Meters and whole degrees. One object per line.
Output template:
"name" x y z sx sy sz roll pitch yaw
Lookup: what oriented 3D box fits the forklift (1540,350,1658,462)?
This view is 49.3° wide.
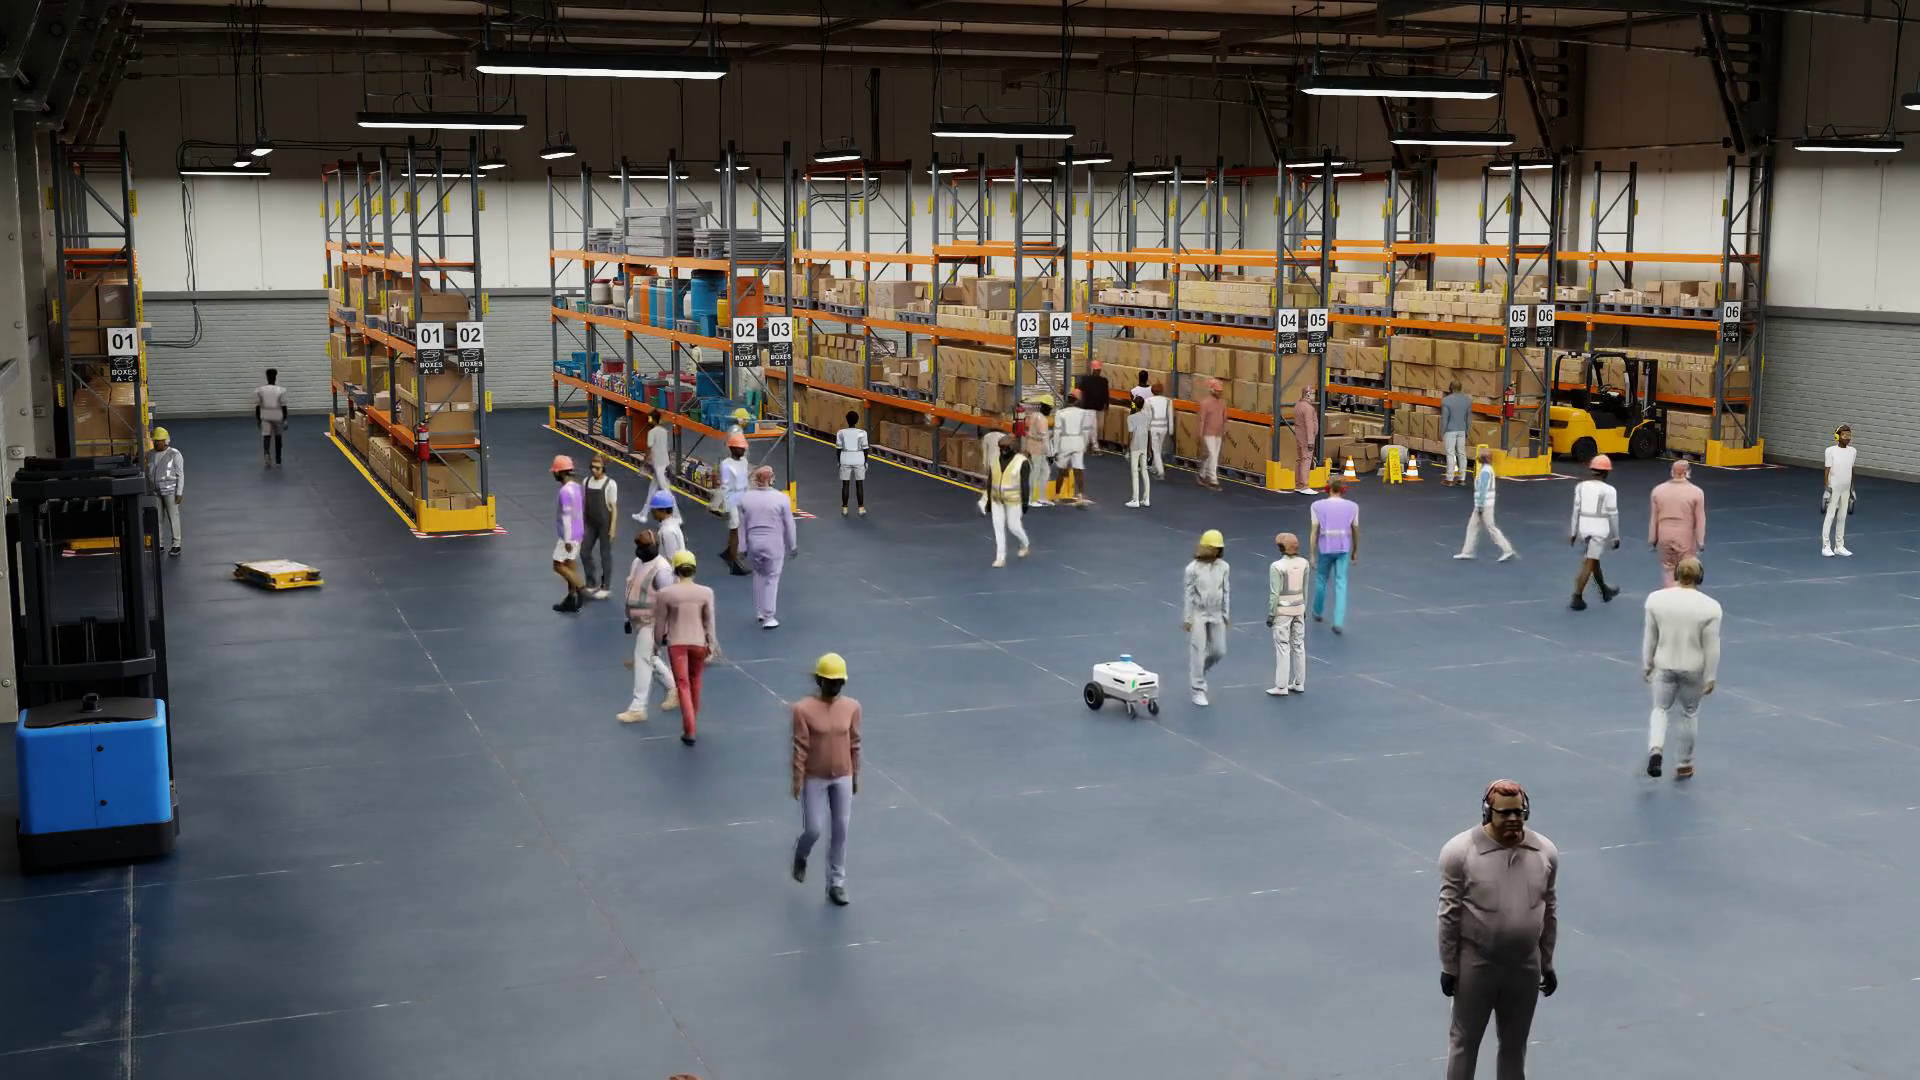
"forklift" 12.897 -2.725 42.309 2.313 2.155 1.214 -3 9 -21

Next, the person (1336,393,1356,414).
"person" 8.907 -3.383 48.206 0.535 1.697 0.318 -3 9 -20

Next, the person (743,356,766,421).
"person" -4.758 -3.468 48.631 0.528 1.748 0.618 -2 9 -15

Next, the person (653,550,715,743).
"person" -2.541 0.948 19.209 0.536 1.724 0.871 -3 9 -21

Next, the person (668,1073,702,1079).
"person" -0.926 2.752 7.593 0.509 1.615 0.632 -6 10 -34

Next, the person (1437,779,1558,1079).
"person" 2.739 2.148 10.633 0.639 1.908 0.409 -1 9 -9

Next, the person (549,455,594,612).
"person" -4.739 -0.073 25.400 0.477 1.919 0.553 1 9 7

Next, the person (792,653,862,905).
"person" -0.942 1.631 14.568 0.541 1.751 0.486 -4 9 -24

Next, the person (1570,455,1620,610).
"person" 7.846 -0.109 25.733 1.014 1.881 0.566 -6 11 -36

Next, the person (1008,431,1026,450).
"person" 1.183 -2.632 42.362 0.613 1.947 0.388 7 11 39

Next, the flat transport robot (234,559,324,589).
"flat transport robot" -8.988 0.440 27.586 0.652 0.197 1.431 -7 11 -39

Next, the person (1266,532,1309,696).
"person" 3.274 0.740 20.915 0.522 1.636 0.309 -6 11 -36

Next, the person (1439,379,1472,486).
"person" 8.933 -1.941 37.788 0.633 1.936 0.353 -3 9 -19

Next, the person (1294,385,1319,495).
"person" 6.077 -1.756 36.661 0.406 1.906 0.654 -1 9 -9

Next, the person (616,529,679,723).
"person" -2.958 0.789 19.997 0.776 1.818 0.634 -5 10 -30

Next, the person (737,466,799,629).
"person" -2.232 0.071 24.578 0.659 1.883 0.762 3 9 16

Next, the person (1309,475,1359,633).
"person" 4.344 0.137 24.396 0.594 1.788 0.974 0 9 -2

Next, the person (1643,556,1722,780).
"person" 6.058 1.090 17.616 0.642 1.925 0.669 5 10 30

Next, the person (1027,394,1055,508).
"person" 1.380 -1.480 34.879 0.702 1.883 0.604 -1 9 -8

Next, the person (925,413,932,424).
"person" -0.722 -3.307 47.190 0.576 1.861 0.782 -5 10 -30

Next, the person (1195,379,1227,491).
"person" 4.468 -1.905 37.519 0.630 1.976 0.847 -6 11 -36

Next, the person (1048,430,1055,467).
"person" 1.648 -2.192 40.549 0.506 1.612 0.650 -2 9 -15

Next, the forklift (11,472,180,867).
"forklift" -6.630 0.886 15.957 1.129 2.768 1.873 -3 9 -21

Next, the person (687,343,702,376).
"person" -6.926 -4.411 54.610 0.403 1.833 0.591 1 9 4

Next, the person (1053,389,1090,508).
"person" 1.865 -1.532 34.953 0.614 1.974 0.879 -1 9 -4

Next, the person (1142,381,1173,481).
"person" 3.645 -2.015 38.665 0.590 1.833 1.017 -3 9 -18

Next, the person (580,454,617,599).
"person" -4.564 -0.157 26.227 0.550 1.833 0.532 4 9 24

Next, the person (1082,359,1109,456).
"person" 2.758 -2.723 42.914 0.615 1.974 0.770 -3 9 -22

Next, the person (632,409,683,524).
"person" -4.765 -1.134 32.865 0.952 1.807 0.650 2 9 14

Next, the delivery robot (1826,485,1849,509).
"delivery robot" 14.409 -0.764 34.362 0.477 0.478 0.707 3 9 22

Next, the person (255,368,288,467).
"person" -13.384 -2.376 40.694 0.618 1.937 0.855 -2 9 -11

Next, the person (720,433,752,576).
"person" -3.011 -0.489 28.151 0.459 1.925 0.573 5 10 28

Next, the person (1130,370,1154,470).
"person" 3.534 -2.300 40.246 0.590 1.920 0.398 -4 9 -23

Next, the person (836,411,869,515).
"person" -1.743 -1.247 33.957 0.541 1.696 0.315 1 9 4

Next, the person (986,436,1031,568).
"person" 0.688 -0.548 28.950 0.632 1.812 0.643 4 10 27

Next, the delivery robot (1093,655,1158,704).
"delivery robot" 1.602 1.352 20.251 0.477 0.478 0.707 -5 10 -31

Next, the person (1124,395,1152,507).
"person" 2.978 -1.489 35.012 0.532 1.866 0.310 -5 10 -32

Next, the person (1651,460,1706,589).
"person" 8.613 -0.023 25.173 0.675 1.886 0.505 7 11 38

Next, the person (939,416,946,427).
"person" -0.466 -2.993 44.583 0.618 2.022 0.837 -4 9 -22

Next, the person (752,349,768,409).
"person" -5.182 -4.348 53.637 0.687 2.000 0.535 2 9 12

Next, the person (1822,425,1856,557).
"person" 12.519 -0.706 29.783 0.513 1.872 0.328 -2 9 -16

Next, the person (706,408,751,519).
"person" -3.641 -1.231 33.592 0.932 1.786 0.603 -1 9 -9

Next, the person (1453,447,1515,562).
"person" 7.380 -0.503 29.297 0.816 1.604 0.522 2 9 13

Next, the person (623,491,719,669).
"person" -3.049 0.413 22.227 0.994 1.909 0.632 -1 9 -5

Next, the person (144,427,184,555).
"person" -11.364 -0.698 29.857 0.600 1.829 0.404 2 9 12

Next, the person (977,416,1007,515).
"person" 0.544 -1.209 33.997 0.704 1.606 0.502 -7 11 -40

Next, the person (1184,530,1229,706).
"person" 2.409 0.741 20.634 0.506 1.726 0.465 -4 9 -22
